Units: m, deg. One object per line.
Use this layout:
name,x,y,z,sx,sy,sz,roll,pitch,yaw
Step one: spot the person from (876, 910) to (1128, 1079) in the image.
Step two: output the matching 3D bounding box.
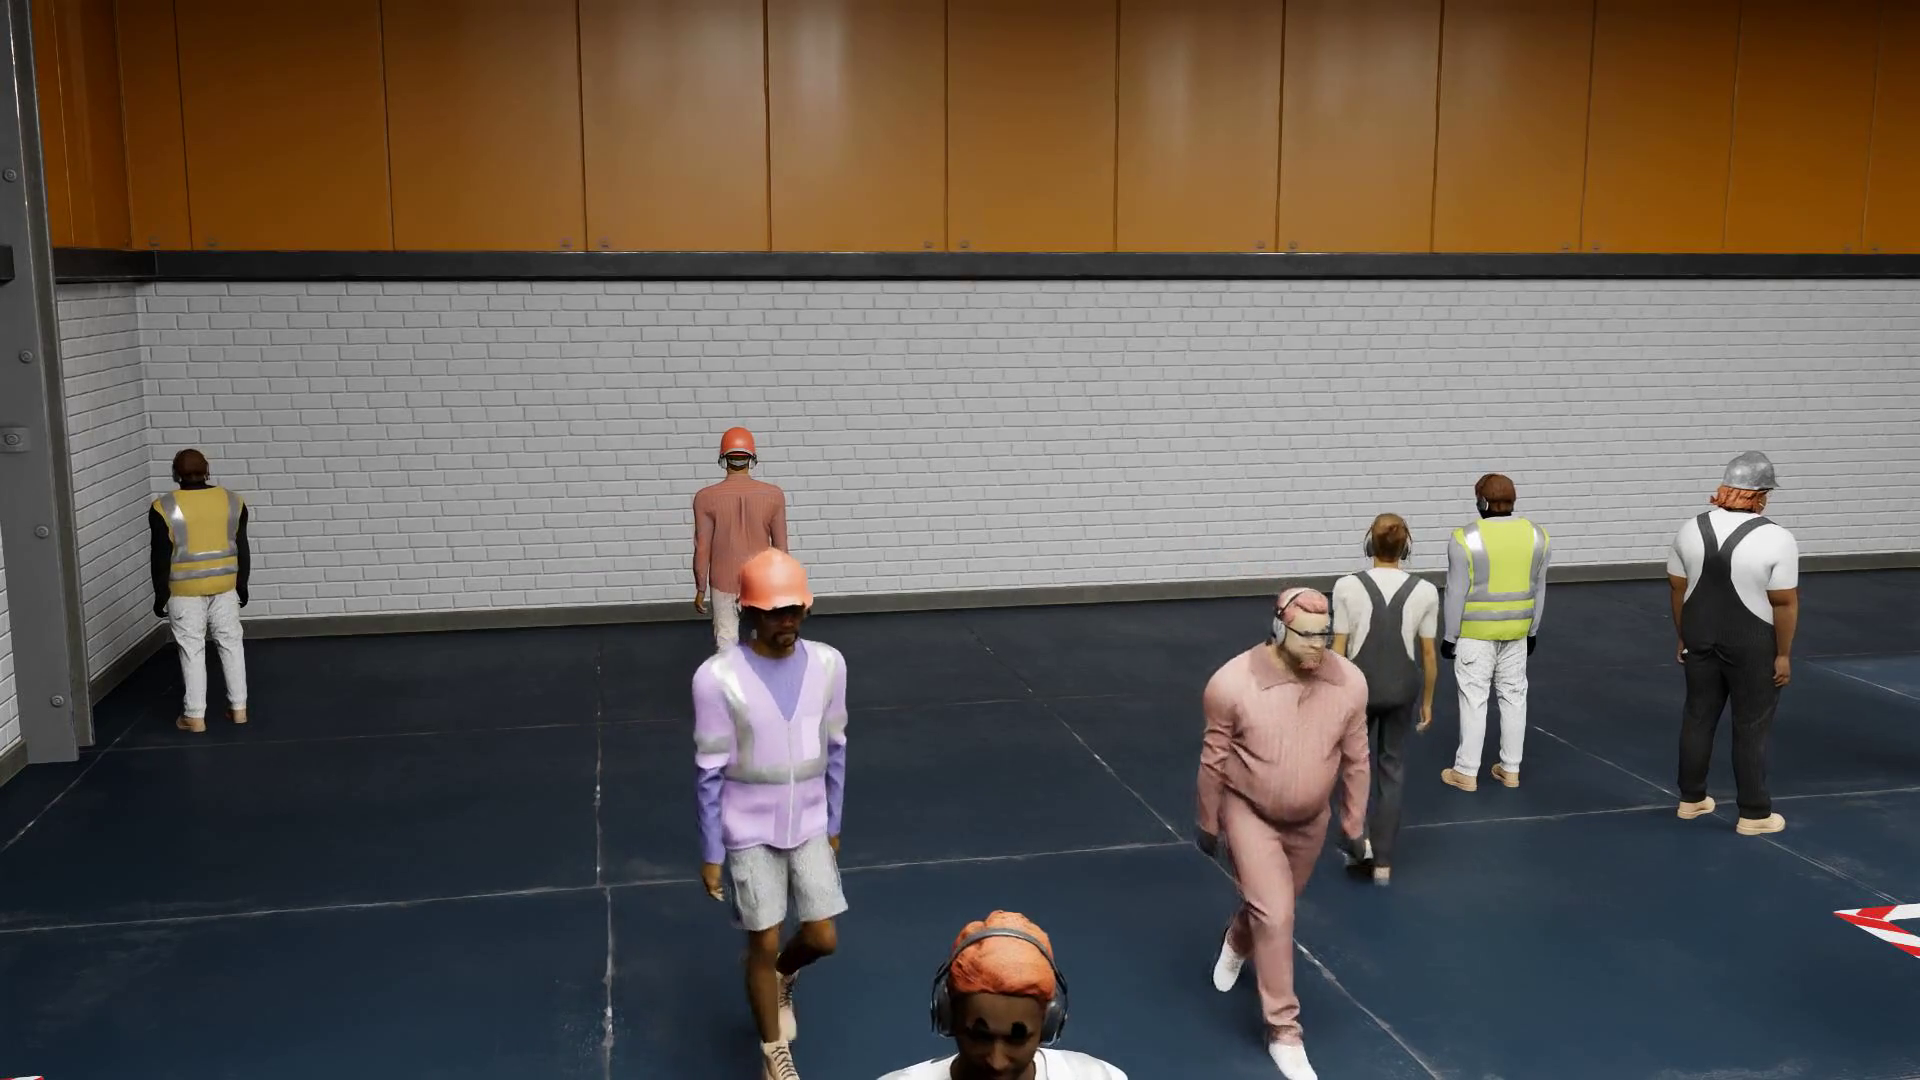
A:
person,0.053,1.575,3.046,0.576,1.886,0.362,-3,10,-18

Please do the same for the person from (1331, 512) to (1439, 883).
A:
person,2.055,0.767,8.143,0.535,1.826,0.412,1,9,7

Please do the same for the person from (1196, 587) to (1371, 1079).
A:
person,1.220,1.042,6.481,0.650,1.846,0.965,-2,10,-14

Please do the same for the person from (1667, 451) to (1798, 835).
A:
person,4.175,0.534,8.925,0.536,2.000,0.681,-6,11,-33

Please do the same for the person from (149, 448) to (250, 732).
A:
person,-4.946,0.321,10.836,0.429,1.839,0.633,9,13,43

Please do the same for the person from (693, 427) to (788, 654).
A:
person,-1.405,0.272,10.657,0.621,1.992,0.397,-3,10,-19

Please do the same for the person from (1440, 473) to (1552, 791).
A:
person,3.045,0.529,9.565,0.627,1.843,0.429,-2,10,-13

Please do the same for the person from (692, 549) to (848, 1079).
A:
person,-0.685,1.018,6.015,0.615,2.027,0.549,-5,11,-29
